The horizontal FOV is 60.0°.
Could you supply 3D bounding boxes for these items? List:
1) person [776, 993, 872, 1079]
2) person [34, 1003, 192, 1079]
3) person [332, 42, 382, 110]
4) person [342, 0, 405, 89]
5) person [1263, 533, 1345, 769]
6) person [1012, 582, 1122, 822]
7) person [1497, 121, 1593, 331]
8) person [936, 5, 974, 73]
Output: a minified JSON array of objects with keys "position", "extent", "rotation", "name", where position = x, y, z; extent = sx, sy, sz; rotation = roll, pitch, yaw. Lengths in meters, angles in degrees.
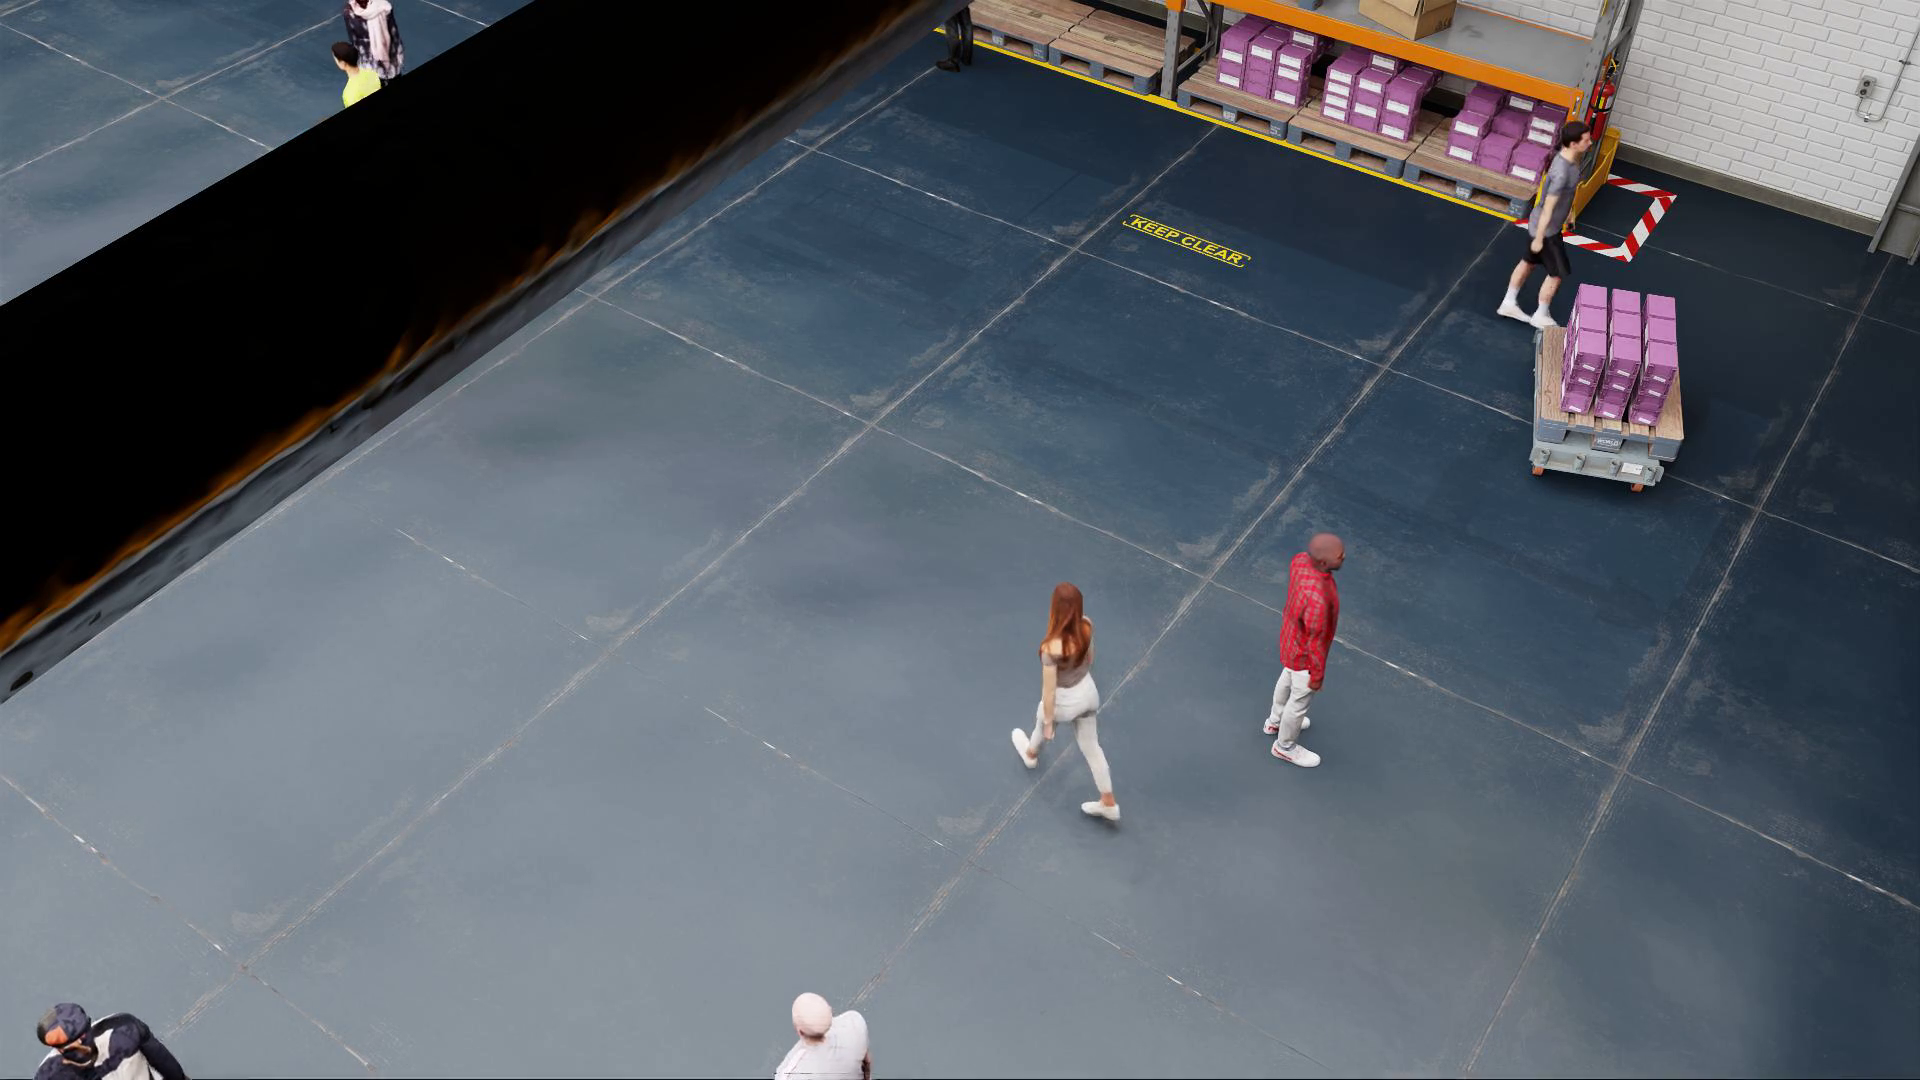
[{"position":[-0.574,2.756,7.910],"extent":[0.695,1.822,0.724],"rotation":[33,53,30],"name":"person"},{"position":[-3.980,2.680,7.953],"extent":[0.841,1.874,0.876],"rotation":[-29,51,-27],"name":"person"},{"position":[-5.088,-3.580,14.660],"extent":[1.132,1.686,0.902],"rotation":[10,44,10],"name":"person"},{"position":[-5.544,-4.666,15.851],"extent":[0.993,1.616,1.094],"rotation":[-11,45,-11],"name":"person"},{"position":[2.100,0.638,10.136],"extent":[0.784,1.819,0.757],"rotation":[-1,44,-1],"name":"person"},{"position":[0.714,1.017,9.836],"extent":[0.852,1.683,1.224],"rotation":[-34,53,-30],"name":"person"},{"position":[4.669,-2.567,13.474],"extent":[0.855,1.855,0.757],"rotation":[18,47,18],"name":"person"},{"position":[-0.053,-5.592,16.686],"extent":[0.576,1.805,0.705],"rotation":[32,52,29],"name":"person"}]
